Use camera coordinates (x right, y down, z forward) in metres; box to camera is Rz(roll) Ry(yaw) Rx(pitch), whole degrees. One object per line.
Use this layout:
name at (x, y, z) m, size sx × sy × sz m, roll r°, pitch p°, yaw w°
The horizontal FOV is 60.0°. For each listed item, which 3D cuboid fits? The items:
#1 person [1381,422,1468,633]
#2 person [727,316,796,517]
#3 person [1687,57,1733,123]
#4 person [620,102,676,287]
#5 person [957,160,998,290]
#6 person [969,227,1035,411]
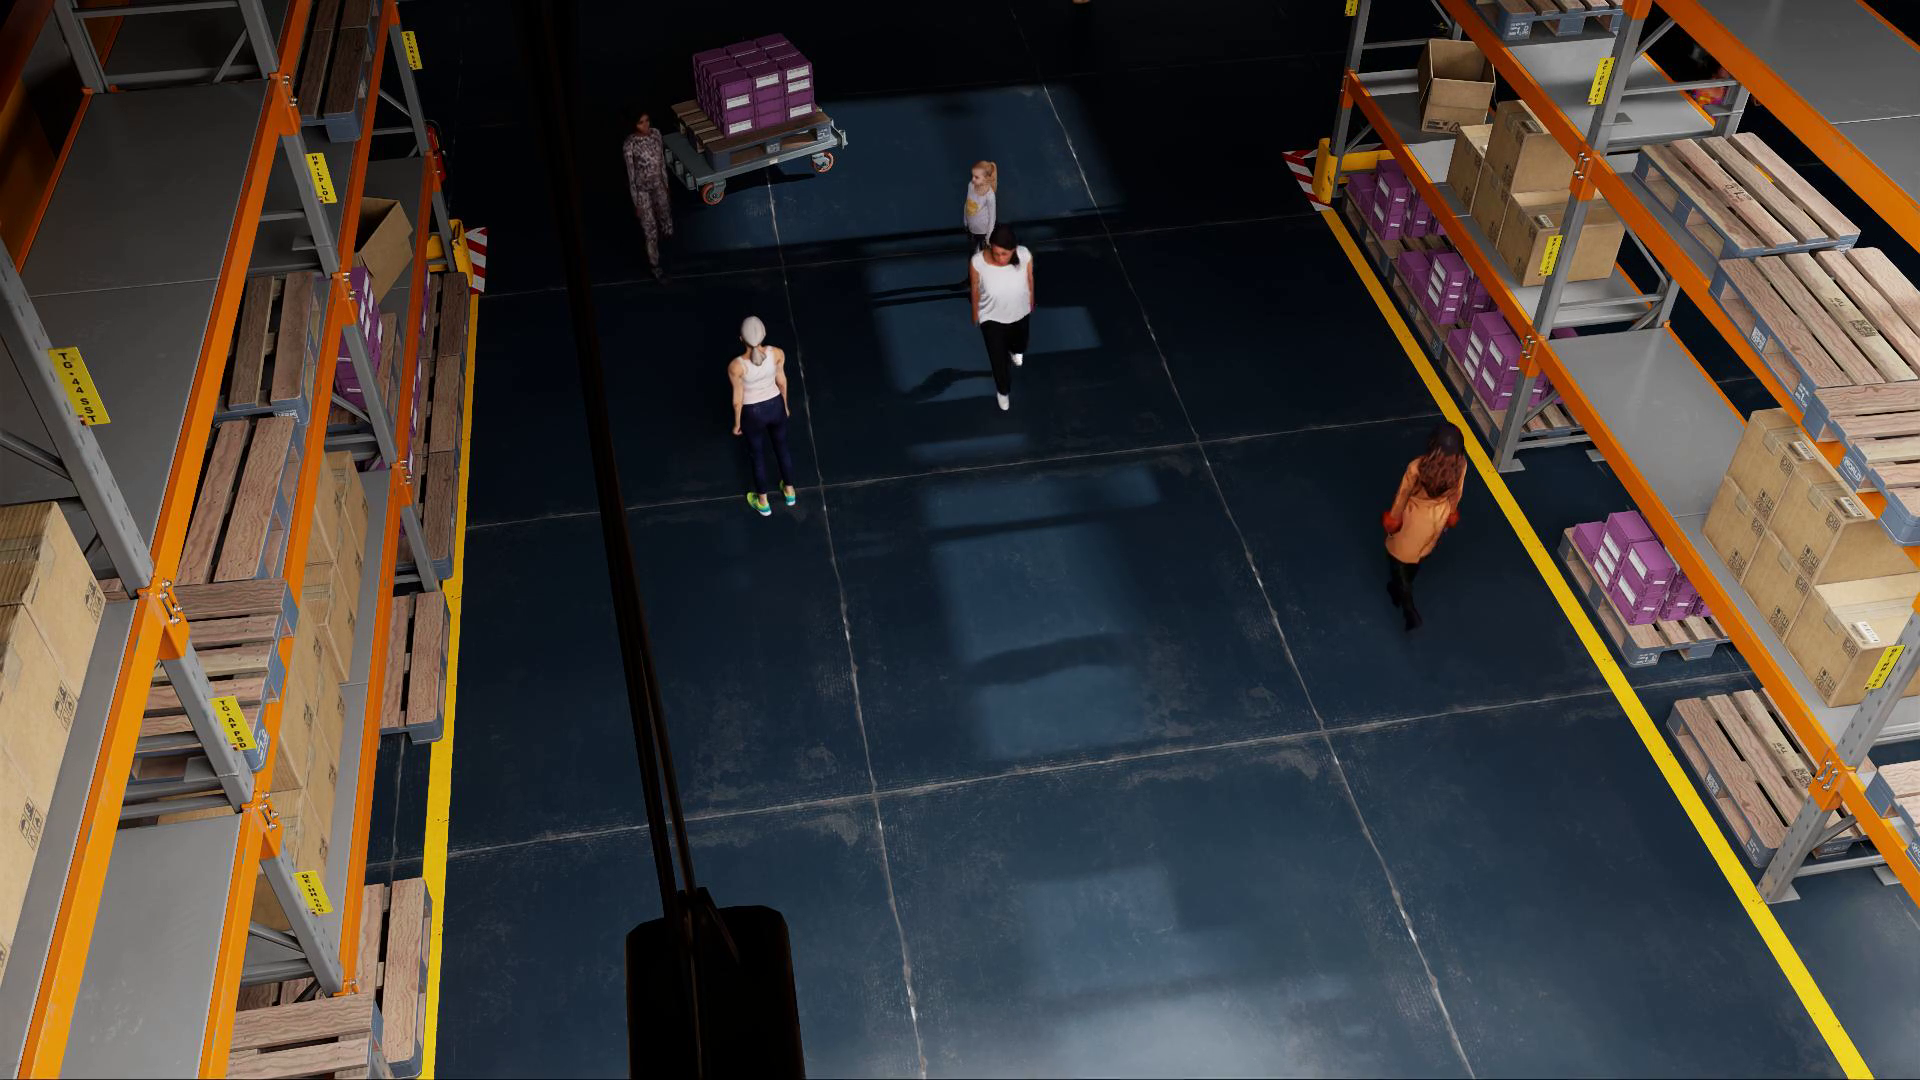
person at (3.118, -0.052, 11.154) m, size 0.725 × 1.706 × 0.924 m, roll -4°, pitch 44°, yaw -4°
person at (-1.425, -0.899, 12.047) m, size 0.664 × 1.702 × 0.641 m, roll -21°, pitch 48°, yaw -21°
person at (6.556, -3.658, 14.959) m, size 1.232 × 1.678 × 1.117 m, roll 31°, pitch 51°, yaw 28°
person at (-2.721, -2.990, 14.238) m, size 0.754 × 1.705 × 0.852 m, roll -31°, pitch 52°, yaw -28°
person at (0.179, -2.676, 14.218) m, size 0.638 × 1.279 × 0.563 m, roll -33°, pitch 52°, yaw -30°
person at (0.347, -1.847, 13.073) m, size 0.687 × 1.658 × 0.871 m, roll -10°, pitch 44°, yaw -10°
